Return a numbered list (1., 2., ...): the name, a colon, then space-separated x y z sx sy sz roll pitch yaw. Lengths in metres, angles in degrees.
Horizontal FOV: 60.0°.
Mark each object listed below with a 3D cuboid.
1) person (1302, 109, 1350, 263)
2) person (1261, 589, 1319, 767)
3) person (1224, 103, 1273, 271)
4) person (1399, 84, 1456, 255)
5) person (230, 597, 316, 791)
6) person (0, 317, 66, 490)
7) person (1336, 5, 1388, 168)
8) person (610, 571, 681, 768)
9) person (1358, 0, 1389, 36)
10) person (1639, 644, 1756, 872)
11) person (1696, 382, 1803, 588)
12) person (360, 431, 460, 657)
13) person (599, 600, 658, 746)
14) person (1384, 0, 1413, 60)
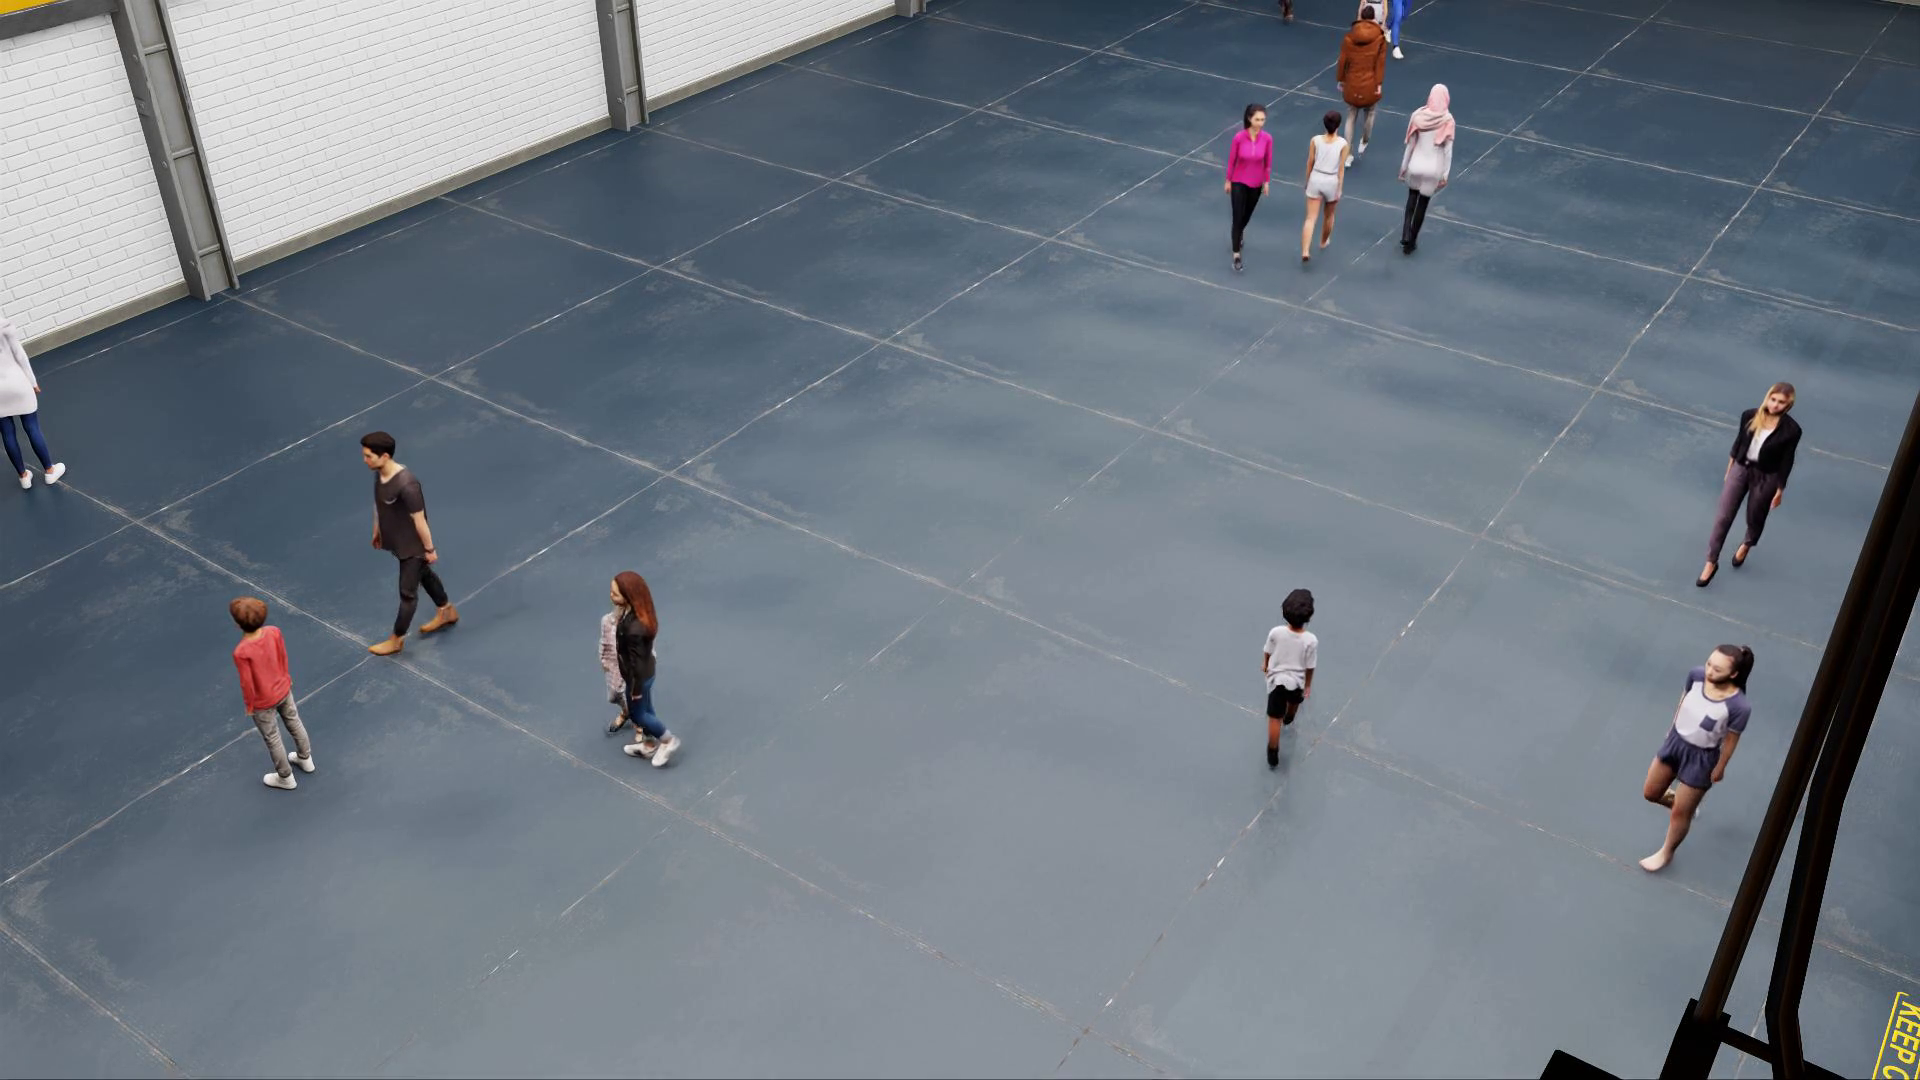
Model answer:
1. person: 3.744 -3.633 17.220 0.726 1.574 1.089 13 36 18
2. person: 2.097 0.911 10.700 0.686 1.224 0.918 8 34 12
3. person: 2.976 -3.723 17.284 1.047 1.652 1.193 -1 34 -2
4. person: 4.811 -3.799 17.278 0.703 1.785 0.709 15 36 21
5. person: -4.344 0.950 10.467 0.609 1.417 0.478 15 36 21
6. person: -7.705 -1.234 13.428 0.664 1.776 0.746 -9 35 -13
7. person: 4.700 -5.269 19.487 0.852 1.789 1.080 12 35 17
8. person: -2.020 0.818 10.609 0.763 1.480 0.700 -6 34 -8
9. person: 5.478 -6.897 22.157 0.687 1.545 0.810 6 34 8
10. person: 4.378 1.253 9.809 0.842 1.641 0.777 -12 36 -18
11. person: 5.928 -0.439 12.355 0.682 1.641 0.904 27 42 35
12. person: -3.820 -0.037 11.708 1.026 1.686 0.796 -26 42 -33
13. person: -2.149 0.796 10.808 0.665 1.296 0.664 14 36 20
14. person: 6.105 -7.641 23.097 1.094 1.744 1.149 -6 34 -9
